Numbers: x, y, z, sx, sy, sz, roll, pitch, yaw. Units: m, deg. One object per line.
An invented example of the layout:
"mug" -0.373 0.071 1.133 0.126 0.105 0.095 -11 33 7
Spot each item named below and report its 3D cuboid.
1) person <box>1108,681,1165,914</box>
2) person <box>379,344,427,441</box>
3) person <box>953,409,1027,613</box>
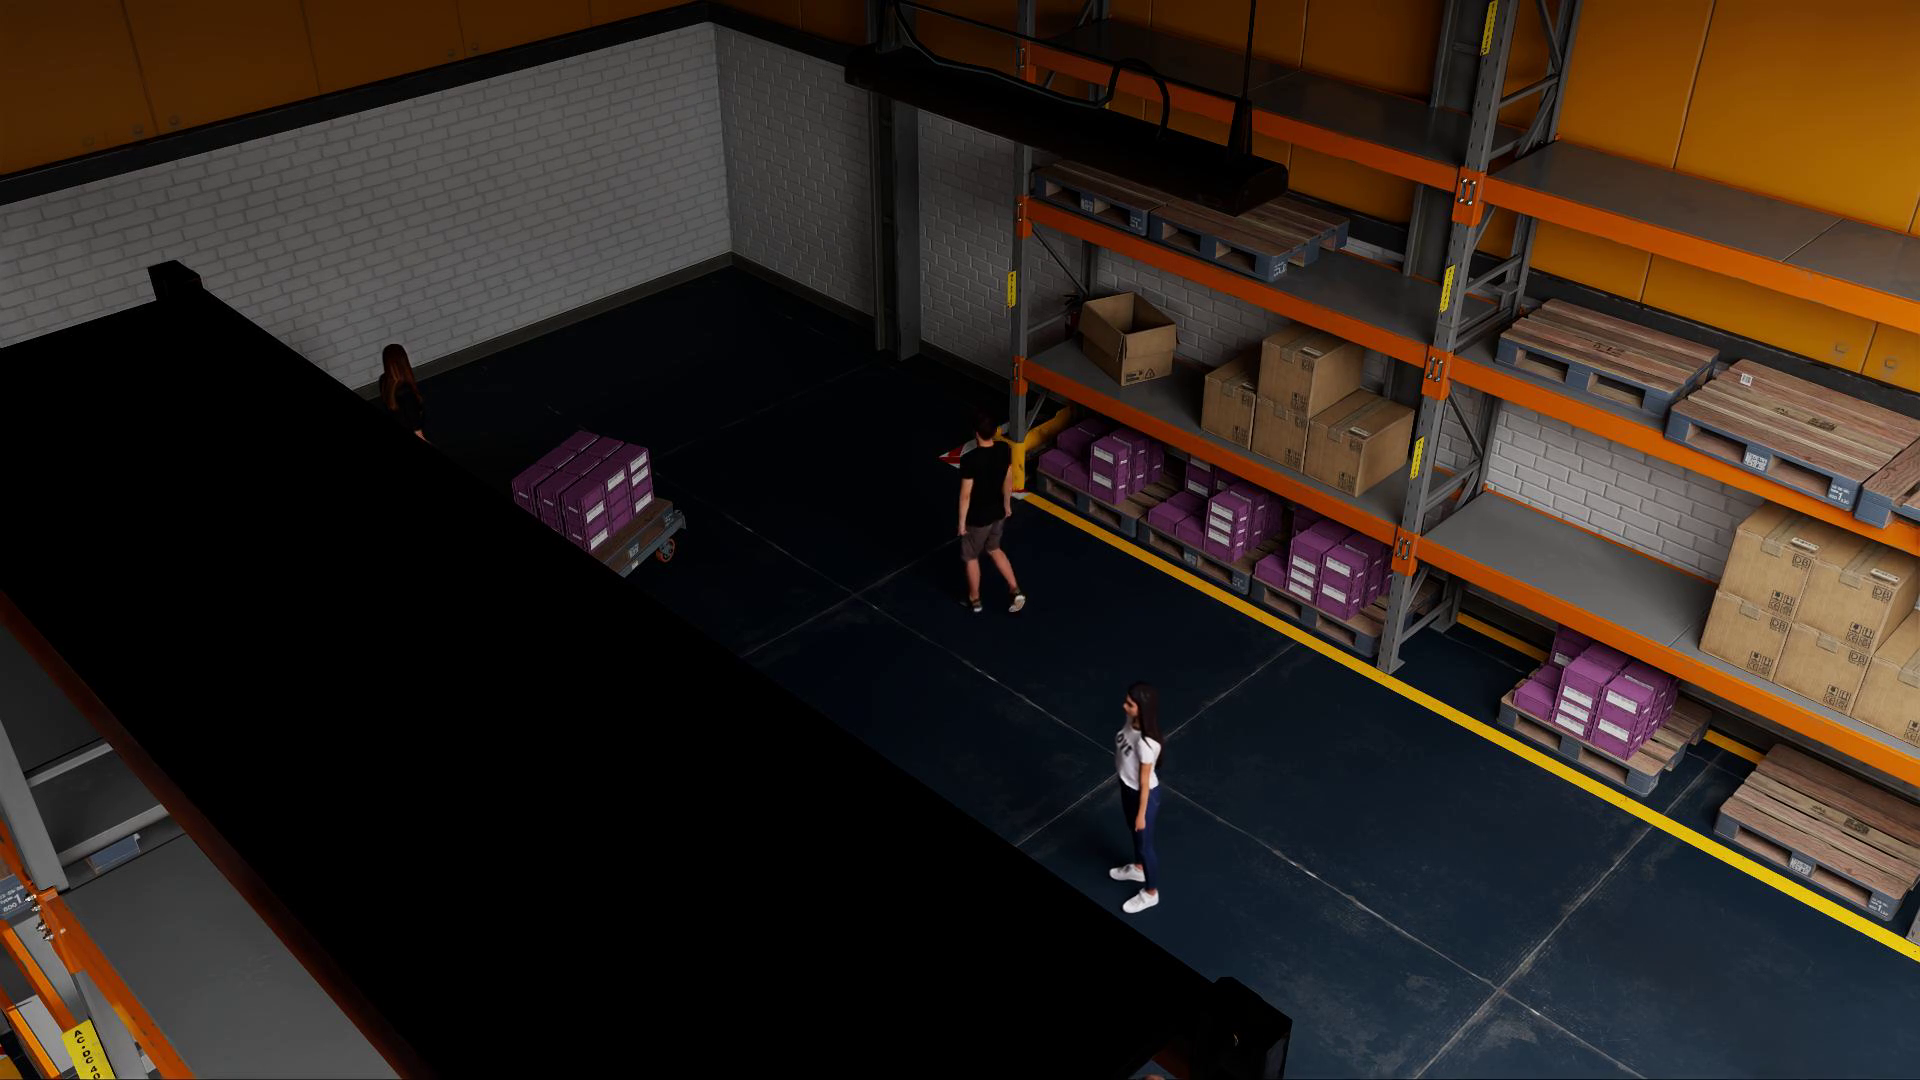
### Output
"person" 1.157 1.611 10.577 0.746 1.769 0.658 -5 34 -8
"person" -4.800 -0.897 14.404 0.664 1.708 0.478 -27 42 -34
"person" 0.244 -0.165 13.180 0.706 1.845 0.959 -26 41 -33
